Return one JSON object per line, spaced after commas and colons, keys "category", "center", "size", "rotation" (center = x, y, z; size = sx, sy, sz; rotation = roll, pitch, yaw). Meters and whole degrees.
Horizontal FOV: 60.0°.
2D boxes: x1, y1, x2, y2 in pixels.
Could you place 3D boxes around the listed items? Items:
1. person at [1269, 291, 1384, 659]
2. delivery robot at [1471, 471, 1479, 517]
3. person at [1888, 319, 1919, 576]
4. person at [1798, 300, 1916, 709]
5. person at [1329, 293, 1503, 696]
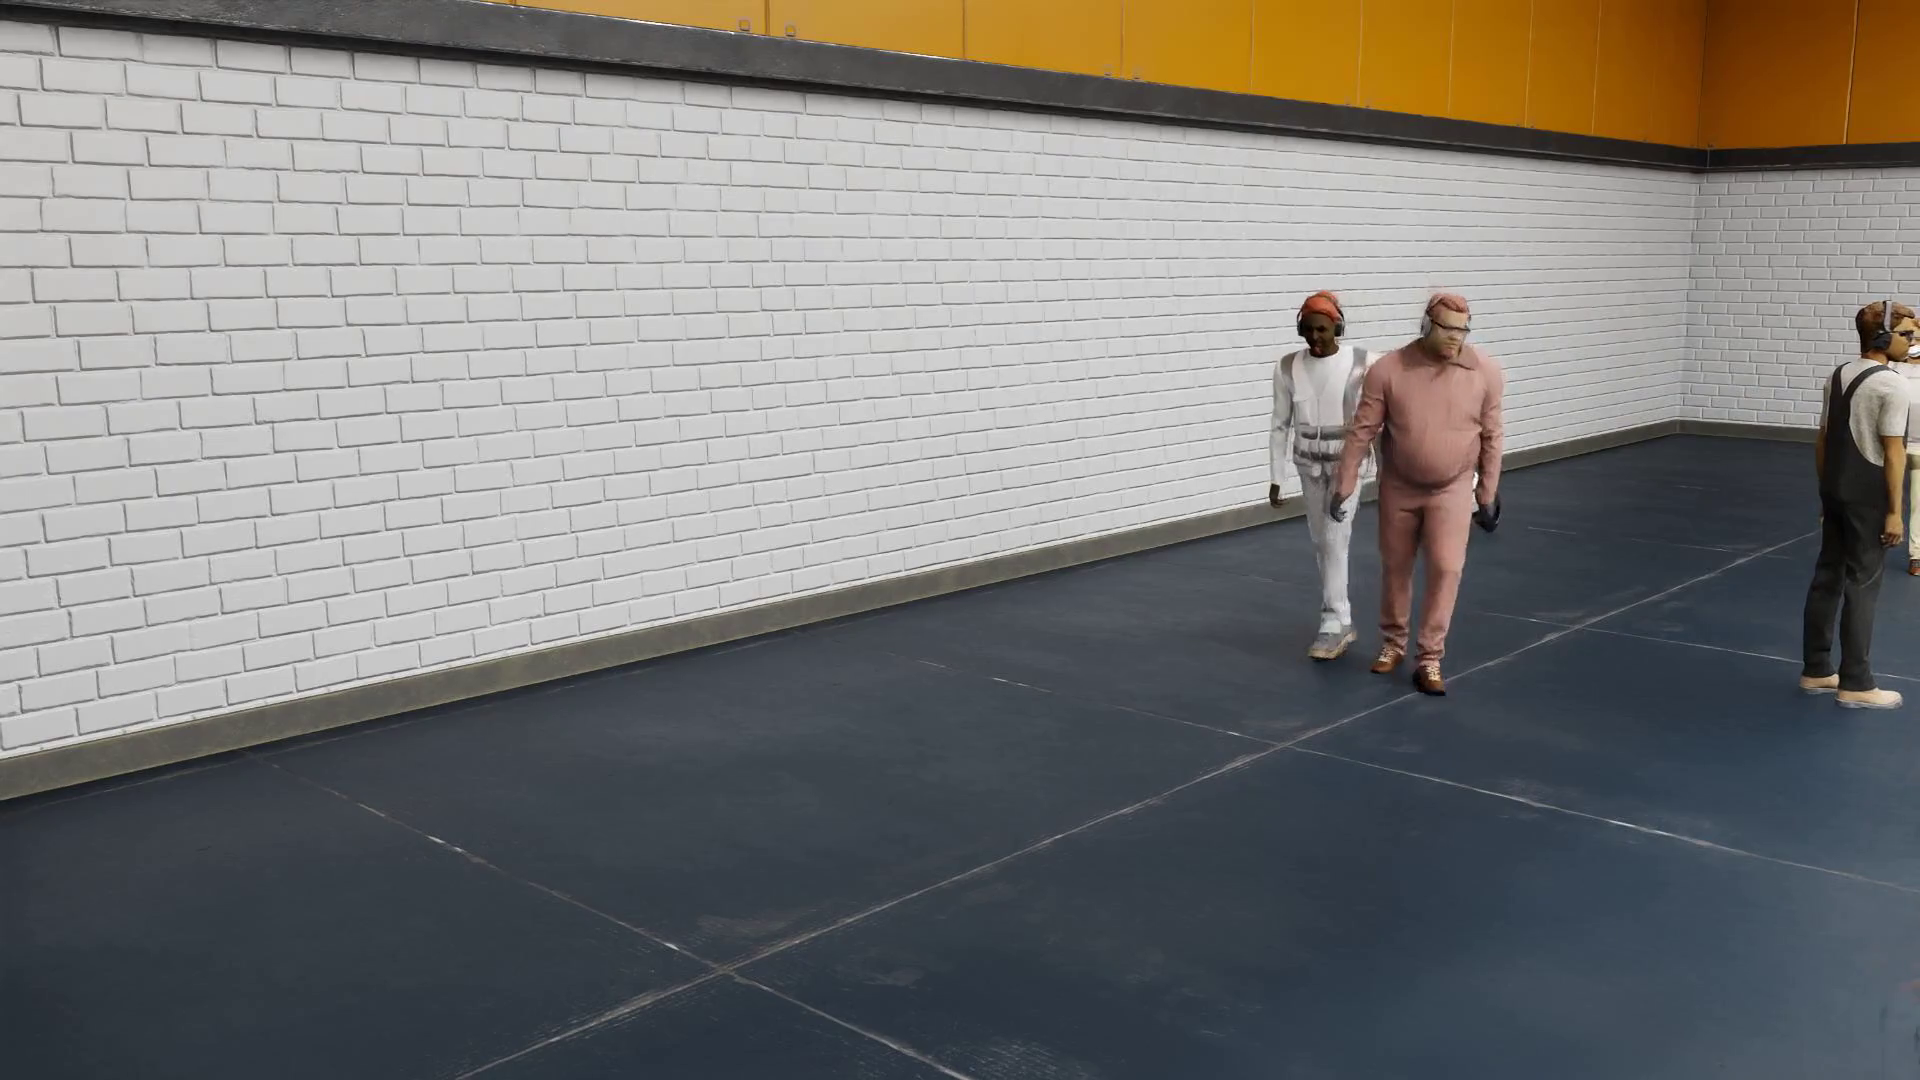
{"category": "person", "center": [1.842, -0.325, 8.456], "size": [0.596, 1.852, 0.762], "rotation": [7, 12, 36]}
{"category": "delivery robot", "center": [3.604, -0.361, 12.097], "size": [0.477, 0.478, 0.707], "rotation": [7, 12, 33]}
{"category": "person", "center": [6.036, -0.588, 10.586], "size": [0.507, 1.632, 0.265], "rotation": [8, 13, 37]}
{"category": "person", "center": [4.097, -0.161, 7.565], "size": [0.342, 1.842, 0.506], "rotation": [-1, 10, -8]}
{"category": "person", "center": [2.151, -0.222, 7.877], "size": [0.771, 1.864, 0.801], "rotation": [3, 10, 18]}
